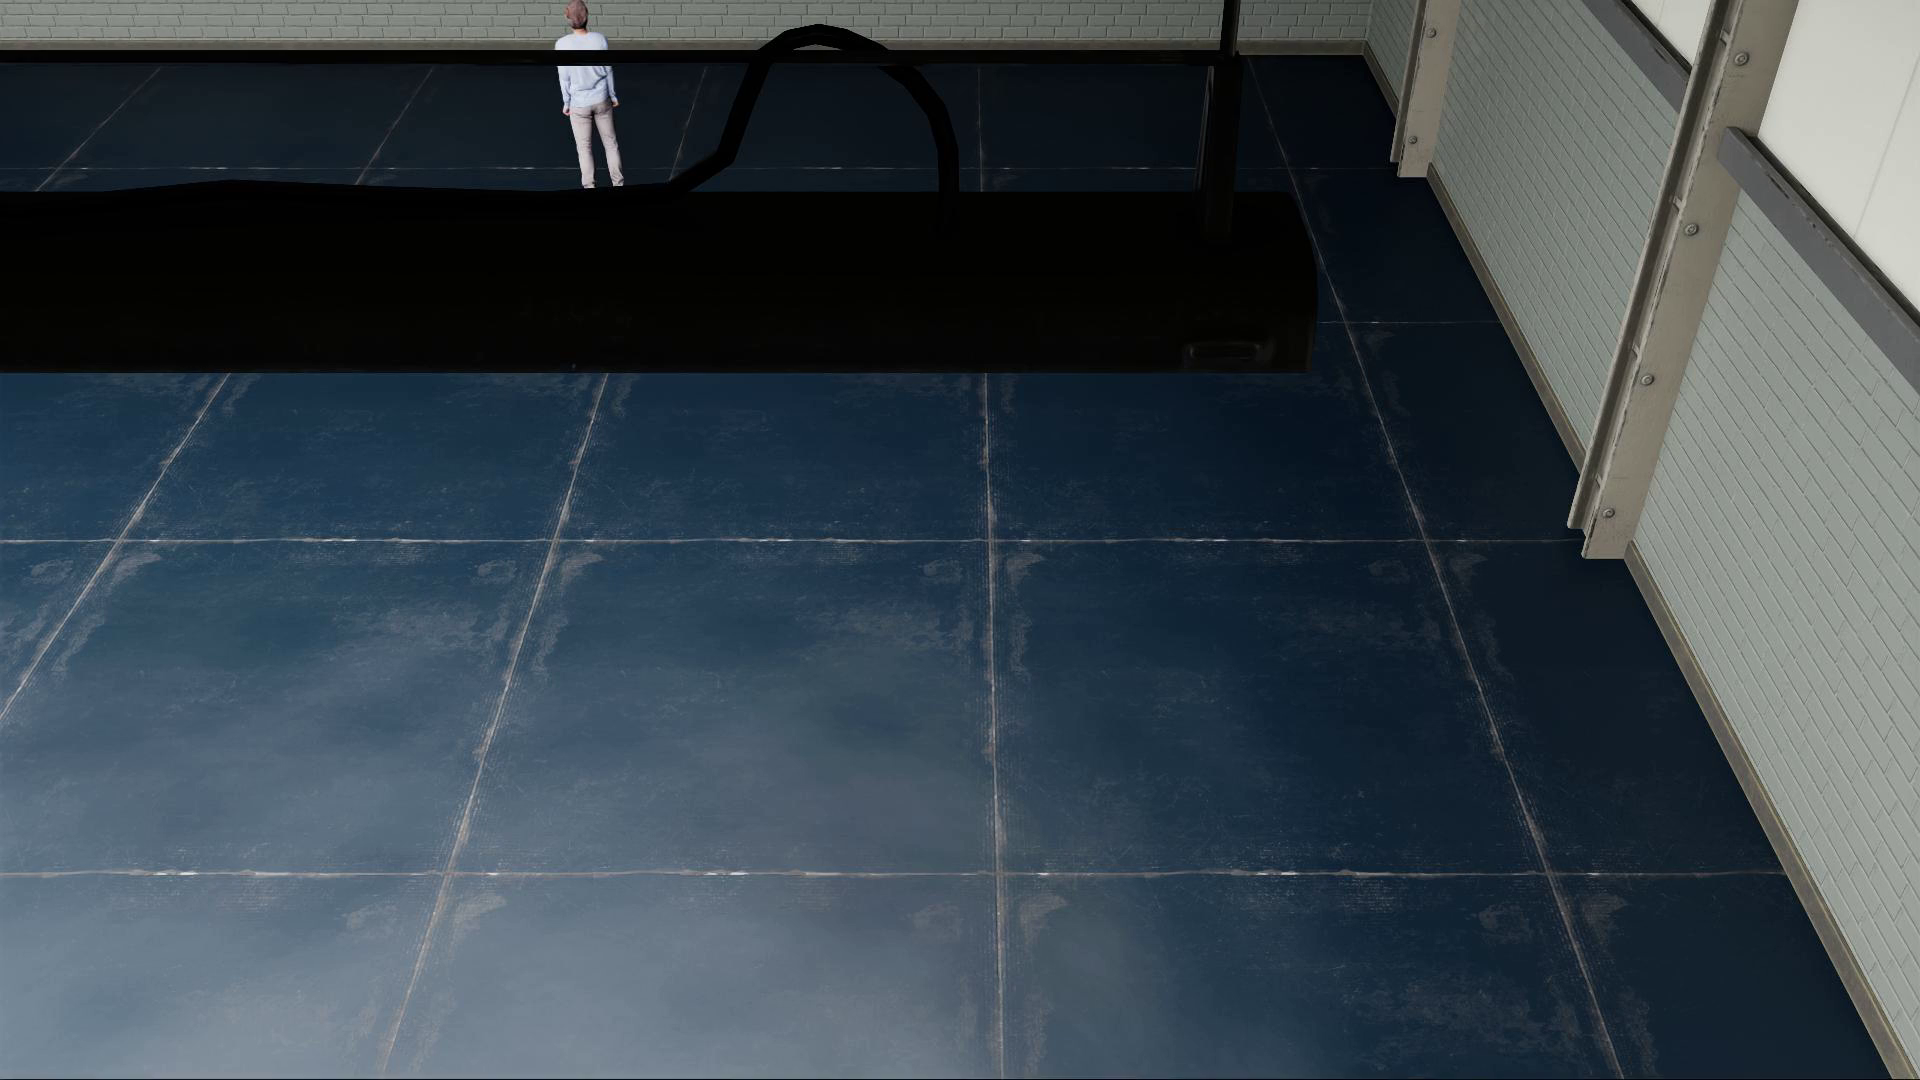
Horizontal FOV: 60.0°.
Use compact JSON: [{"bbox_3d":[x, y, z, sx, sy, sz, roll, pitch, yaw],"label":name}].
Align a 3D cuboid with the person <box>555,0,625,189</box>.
[{"bbox_3d":[-3.351,-3.962,15.092,0.744,1.893,0.709,-13,39,-16],"label":"person"}]
